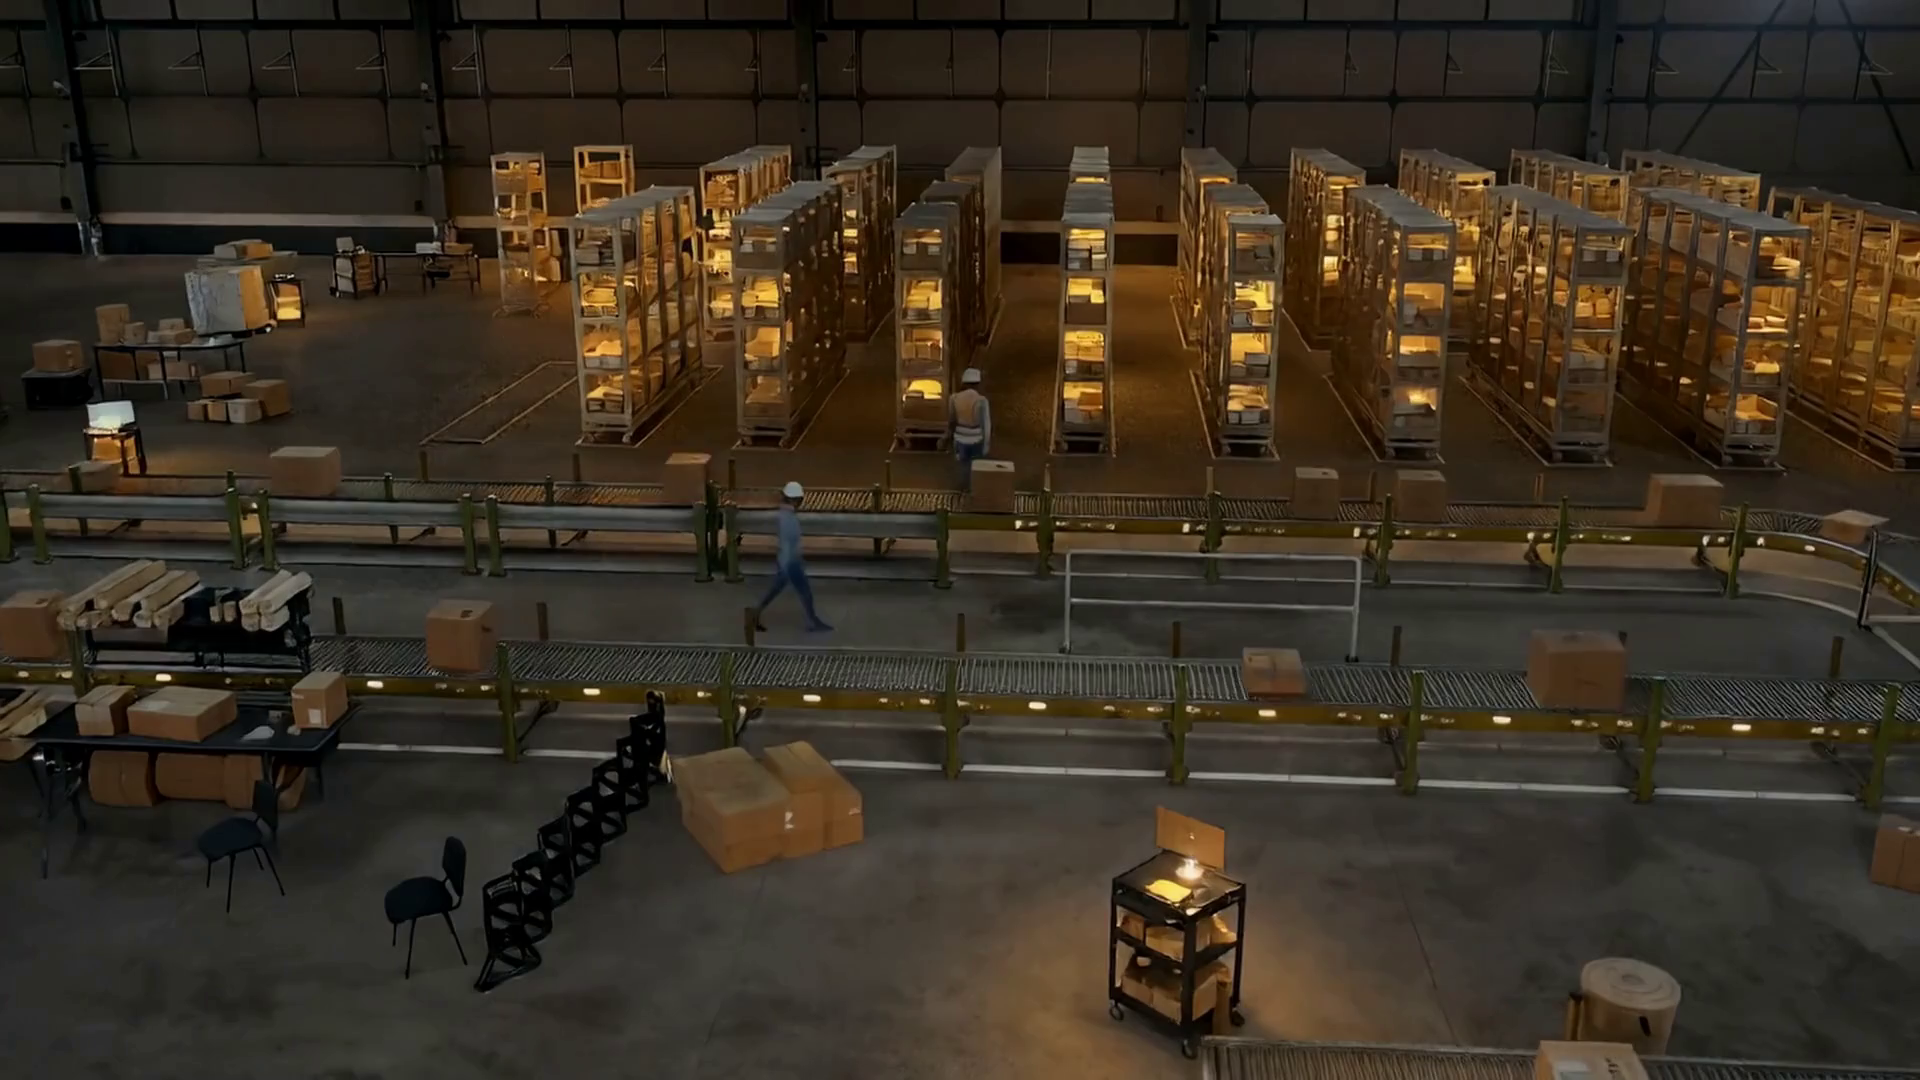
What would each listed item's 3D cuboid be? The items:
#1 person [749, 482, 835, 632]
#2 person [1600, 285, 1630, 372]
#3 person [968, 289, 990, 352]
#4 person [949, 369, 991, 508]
[{"bbox_3d":[-1.892,0.196,18.131,0.944,1.717,0.532,-2,18,-6],"label":"person"},{"bbox_3d":[12.336,-4.037,31.375,0.389,1.837,0.560,-12,21,-34],"label":"person"},{"bbox_3d":[0.150,-4.587,33.188,0.918,1.785,0.629,-2,18,-7],"label":"person"},{"bbox_3d":[0.141,-1.369,22.715,0.605,1.949,0.382,8,19,24],"label":"person"}]
